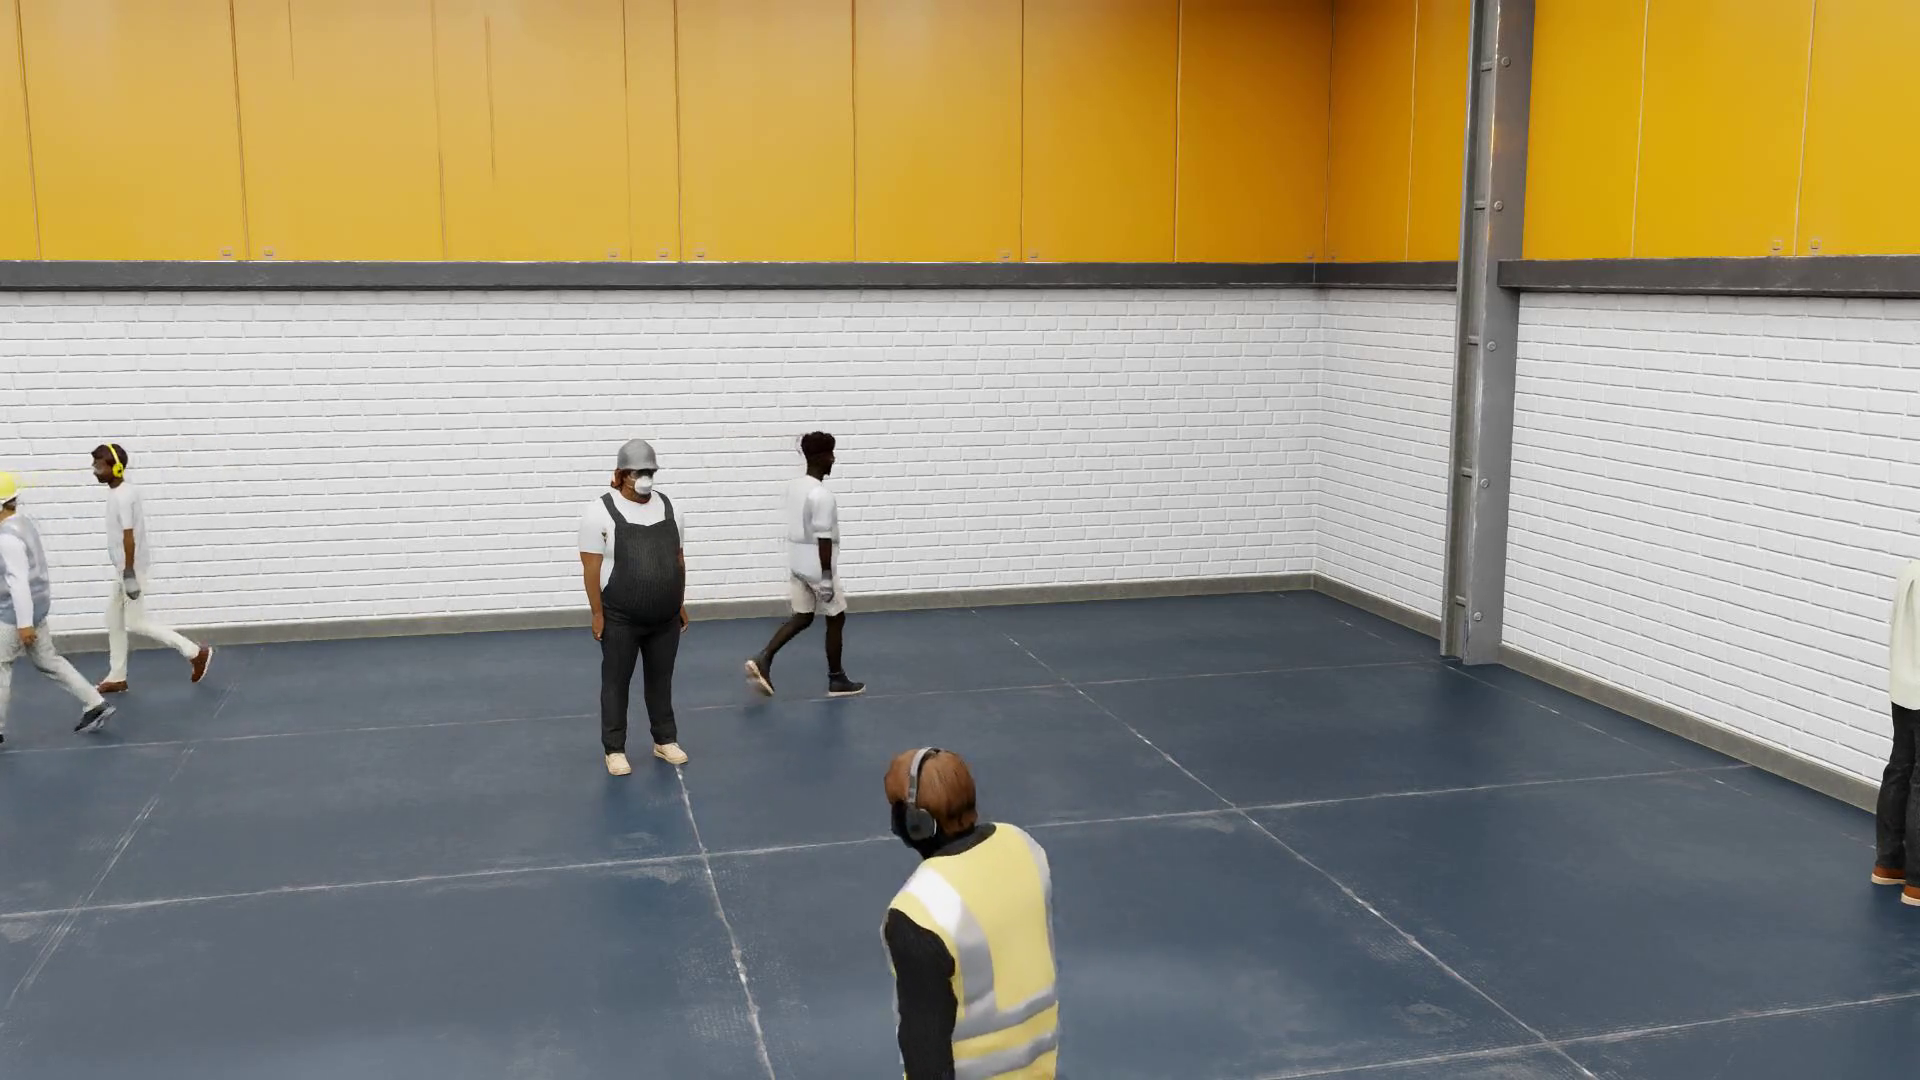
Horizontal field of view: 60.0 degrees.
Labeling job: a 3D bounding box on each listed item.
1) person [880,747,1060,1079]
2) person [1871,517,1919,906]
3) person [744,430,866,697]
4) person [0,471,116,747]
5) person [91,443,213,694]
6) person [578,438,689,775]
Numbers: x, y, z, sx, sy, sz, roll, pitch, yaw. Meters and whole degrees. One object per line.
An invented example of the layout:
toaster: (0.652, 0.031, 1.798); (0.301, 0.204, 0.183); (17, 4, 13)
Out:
person: (0.118, 1.443, 4.356); (0.689, 1.809, 0.636); (7, 11, 37)
person: (4.697, 0.759, 8.022); (0.383, 1.996, 0.609); (1, 9, 5)
person: (-1.101, 0.185, 11.798); (0.831, 1.941, 0.609); (-6, 11, -32)
person: (-5.991, 0.432, 10.715); (0.894, 1.798, 0.605); (-4, 10, -22)
person: (-5.913, 0.209, 11.990); (0.802, 1.840, 0.535); (-4, 10, -26)
person: (-1.932, 0.397, 10.145); (0.683, 2.000, 0.538); (-7, 11, -37)
